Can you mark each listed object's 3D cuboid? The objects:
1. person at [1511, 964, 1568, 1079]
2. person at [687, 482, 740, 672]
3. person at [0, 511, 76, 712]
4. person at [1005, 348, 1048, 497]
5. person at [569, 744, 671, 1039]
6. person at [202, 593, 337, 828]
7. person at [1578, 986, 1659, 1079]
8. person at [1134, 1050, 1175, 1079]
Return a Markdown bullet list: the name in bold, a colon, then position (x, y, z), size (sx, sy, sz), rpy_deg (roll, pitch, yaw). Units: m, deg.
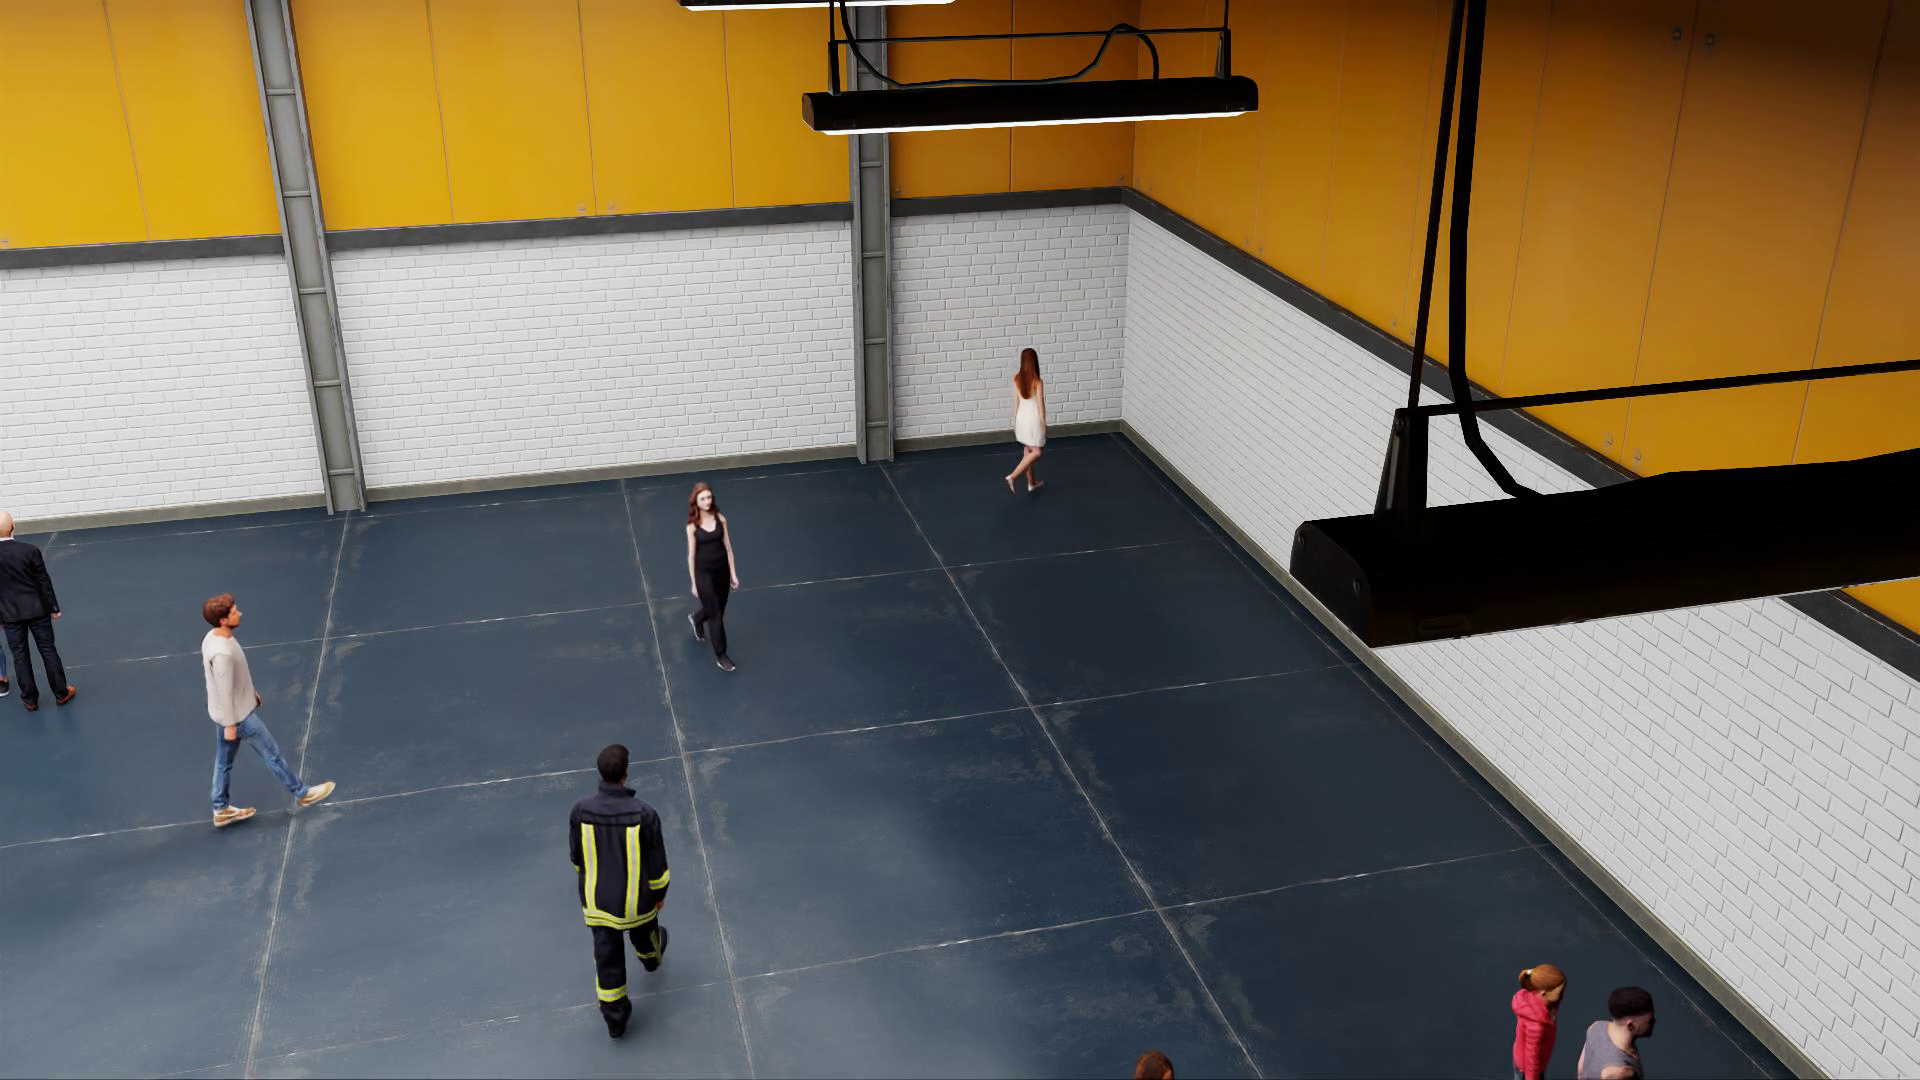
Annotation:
- **person**: position (3.125, 2.923, 9.365), size (0.901, 1.298, 0.807), rpy_deg (10, 26, 22)
- **person**: position (-2.262, 0.276, 14.884), size (1.075, 1.726, 0.958), rpy_deg (-19, 30, -37)
- **person**: position (-7.920, 0.595, 14.062), size (0.561, 1.801, 0.758), rpy_deg (-9, 25, -21)
- **person**: position (0.735, -1.274, 18.468), size (0.883, 1.696, 1.042), rpy_deg (19, 30, 37)
- **person**: position (-2.131, 2.204, 10.292), size (1.231, 1.872, 1.119), rpy_deg (1, 24, 3)
- **person**: position (-5.481, 1.310, 12.346), size (1.186, 1.864, 0.871), rpy_deg (-12, 26, -26)
- **person**: position (3.323, 3.076, 8.651), size (0.683, 1.841, 0.702), rpy_deg (2, 24, 6)
- **person**: position (0.916, 3.200, 8.256), size (0.627, 1.678, 0.753), rpy_deg (-19, 30, -36)
